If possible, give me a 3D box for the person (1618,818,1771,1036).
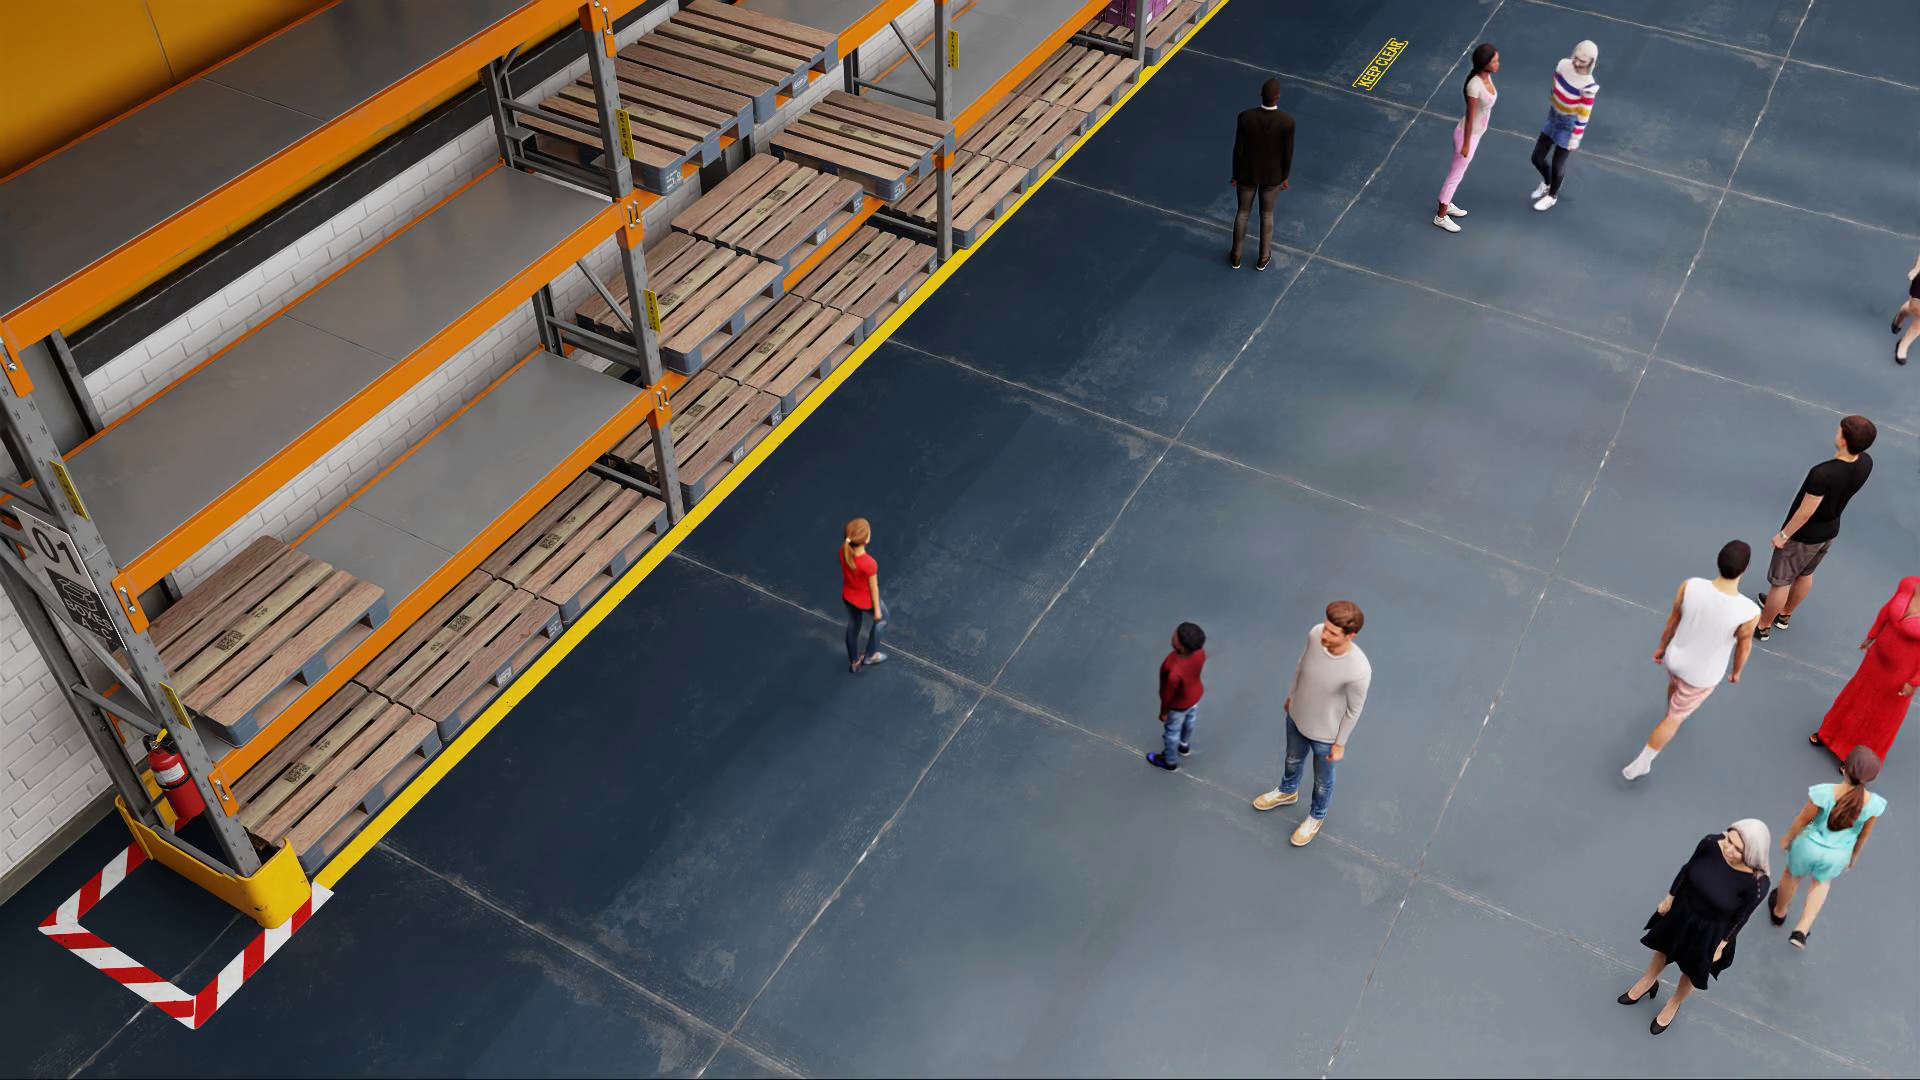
[{"bbox_3d":[3.943,2.053,8.887,0.708,1.747,0.689,-24,48,-23],"label":"person"}]

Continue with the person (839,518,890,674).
[{"bbox_3d":[-0.693,0.417,10.927,0.537,1.302,0.546,29,51,27],"label":"person"}]

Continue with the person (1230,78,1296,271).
[{"bbox_3d":[2.581,-3.135,14.295,0.722,1.800,0.679,8,44,8],"label":"person"}]

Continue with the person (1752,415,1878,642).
[{"bbox_3d":[5.650,-0.073,11.036,0.709,1.861,0.822,-21,47,-20],"label":"person"}]

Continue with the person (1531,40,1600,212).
[{"bbox_3d":[5.466,-3.742,14.953,0.895,1.770,0.850,-16,46,-16],"label":"person"}]

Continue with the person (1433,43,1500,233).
[{"bbox_3d":[4.532,-3.609,14.834,0.656,1.741,0.466,18,46,18],"label":"person"}]

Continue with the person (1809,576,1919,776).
[{"bbox_3d":[5.752,0.761,10.216,0.783,1.783,0.731,-13,45,-13],"label":"person"}]

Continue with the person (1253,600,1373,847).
[{"bbox_3d":[2.126,1.050,9.825,0.733,1.906,0.742,-25,49,-24],"label":"person"}]

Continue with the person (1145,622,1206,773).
[{"bbox_3d":[1.395,0.968,10.384,0.593,1.253,0.474,31,52,28],"label":"person"}]

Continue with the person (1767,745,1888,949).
[{"bbox_3d":[4.847,1.765,9.332,0.645,1.551,0.808,14,45,15],"label":"person"}]

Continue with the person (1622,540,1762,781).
[{"bbox_3d":[4.472,0.791,10.212,1.206,1.746,0.881,-32,52,-29],"label":"person"}]
